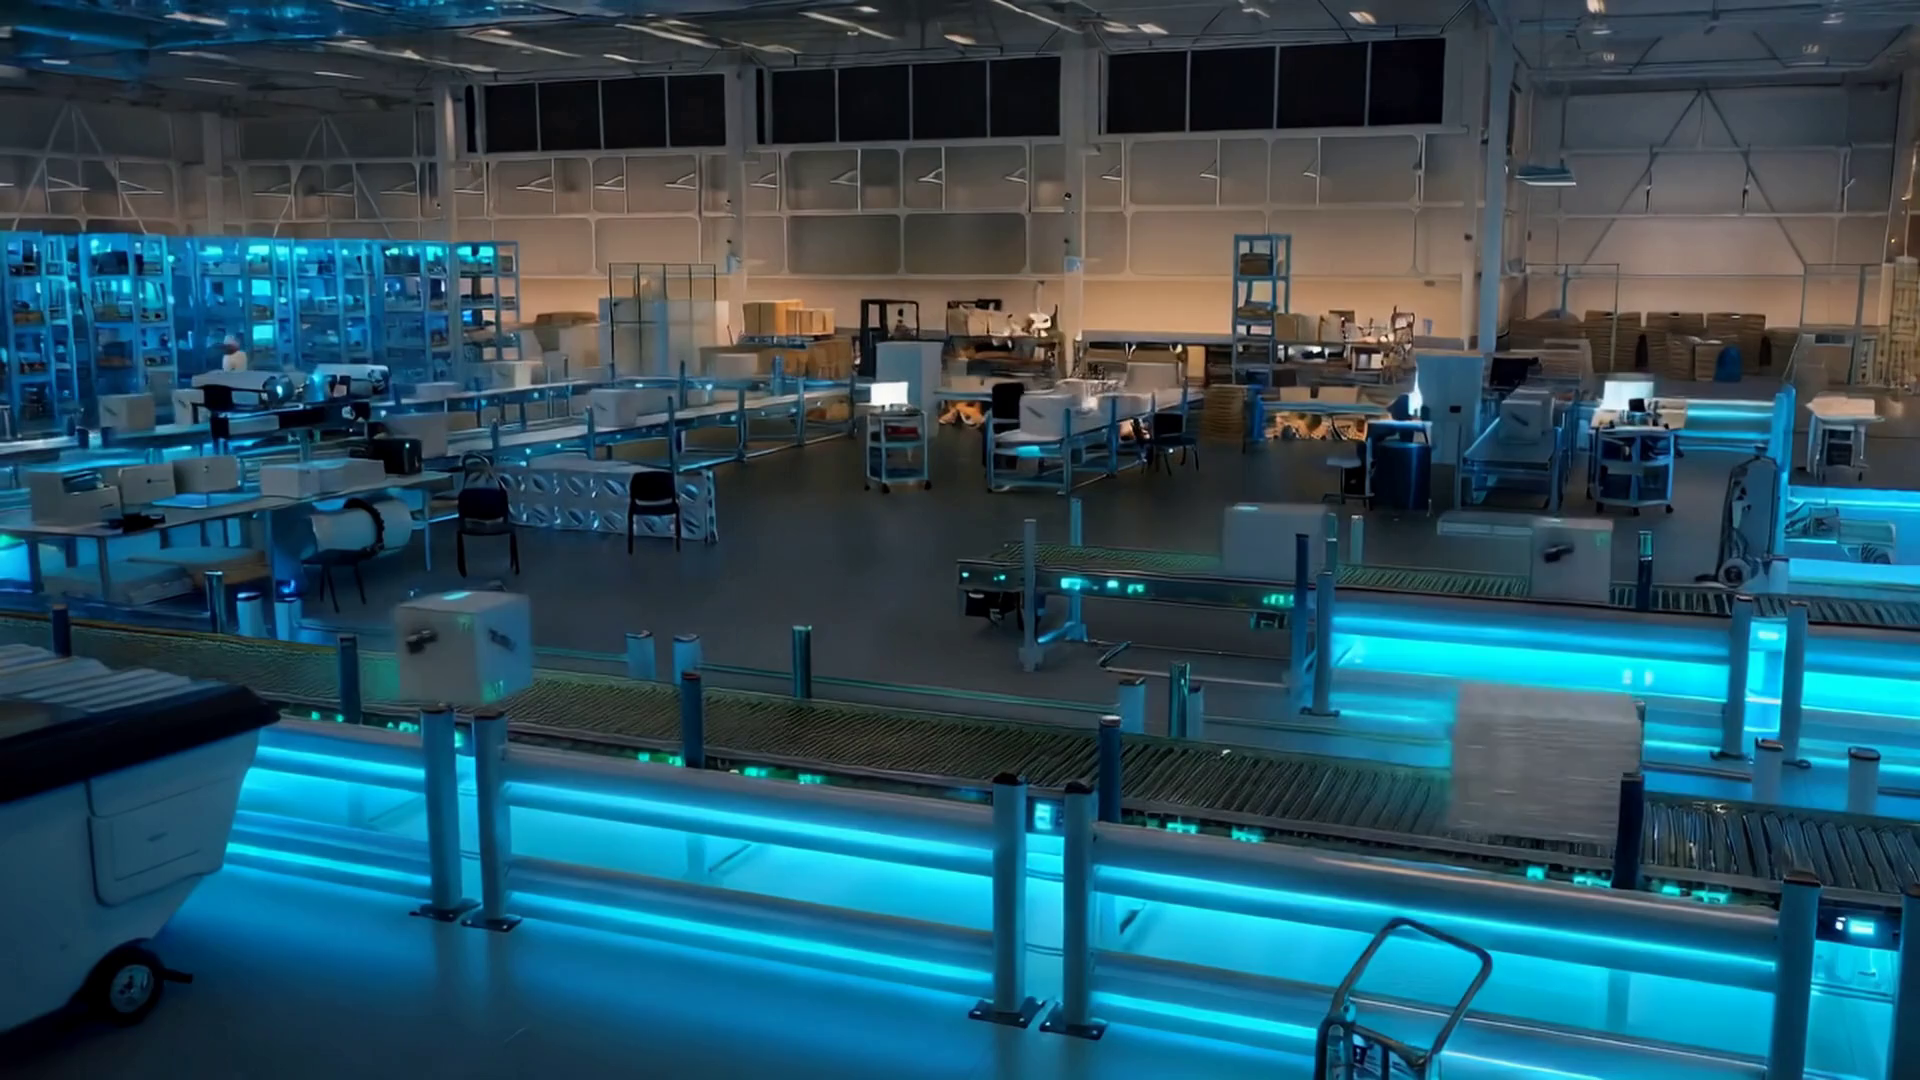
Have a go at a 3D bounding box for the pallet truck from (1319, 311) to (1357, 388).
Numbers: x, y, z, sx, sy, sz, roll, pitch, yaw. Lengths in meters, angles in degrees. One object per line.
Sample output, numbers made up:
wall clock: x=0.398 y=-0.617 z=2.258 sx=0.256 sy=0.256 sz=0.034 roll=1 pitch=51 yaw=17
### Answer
pallet truck: x=9.071 y=-4.419 z=39.190 sx=0.823 sy=1.965 sz=1.885 roll=5 pitch=10 yaw=26

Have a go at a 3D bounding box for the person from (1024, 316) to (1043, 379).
person: x=1.640 y=-4.176 z=38.035 sx=0.580 sy=1.889 sz=0.663 roll=-2 pitch=10 yaw=-12

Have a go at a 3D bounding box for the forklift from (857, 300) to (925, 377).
forklift: x=-1.732 y=-5.109 z=42.468 sx=1.157 sy=1.987 sz=2.680 roll=4 pitch=10 yaw=22

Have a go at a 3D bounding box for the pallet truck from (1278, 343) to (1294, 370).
pallet truck: x=7.886 y=-4.163 z=39.743 sx=0.653 sy=1.274 sz=1.630 roll=4 pitch=10 yaw=22

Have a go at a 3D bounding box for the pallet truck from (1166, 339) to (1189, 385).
pallet truck: x=5.418 y=-4.269 z=40.420 sx=0.704 sy=1.261 sz=1.522 roll=3 pitch=10 yaw=20

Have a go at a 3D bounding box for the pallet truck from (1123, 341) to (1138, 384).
pallet truck: x=4.445 y=-4.380 z=41.279 sx=0.680 sy=1.201 sz=1.601 roll=4 pitch=10 yaw=22

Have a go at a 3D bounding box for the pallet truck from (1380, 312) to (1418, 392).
pallet truck: x=10.207 y=-4.283 z=38.369 sx=0.823 sy=1.965 sz=1.885 roll=3 pitch=10 yaw=20

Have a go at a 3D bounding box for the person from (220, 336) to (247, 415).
person: x=-13.045 y=-2.785 z=29.939 sx=0.609 sy=1.789 sz=0.921 roll=5 pitch=11 yaw=28

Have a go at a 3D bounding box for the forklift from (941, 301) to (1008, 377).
forklift: x=0.365 y=-4.966 z=41.571 sx=1.157 sy=1.987 sz=2.680 roll=3 pitch=10 yaw=20

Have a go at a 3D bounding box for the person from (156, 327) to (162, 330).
person: x=-17.860 y=-3.992 z=37.114 sx=0.573 sy=1.831 sz=0.398 roll=-6 pitch=11 yaw=-34
